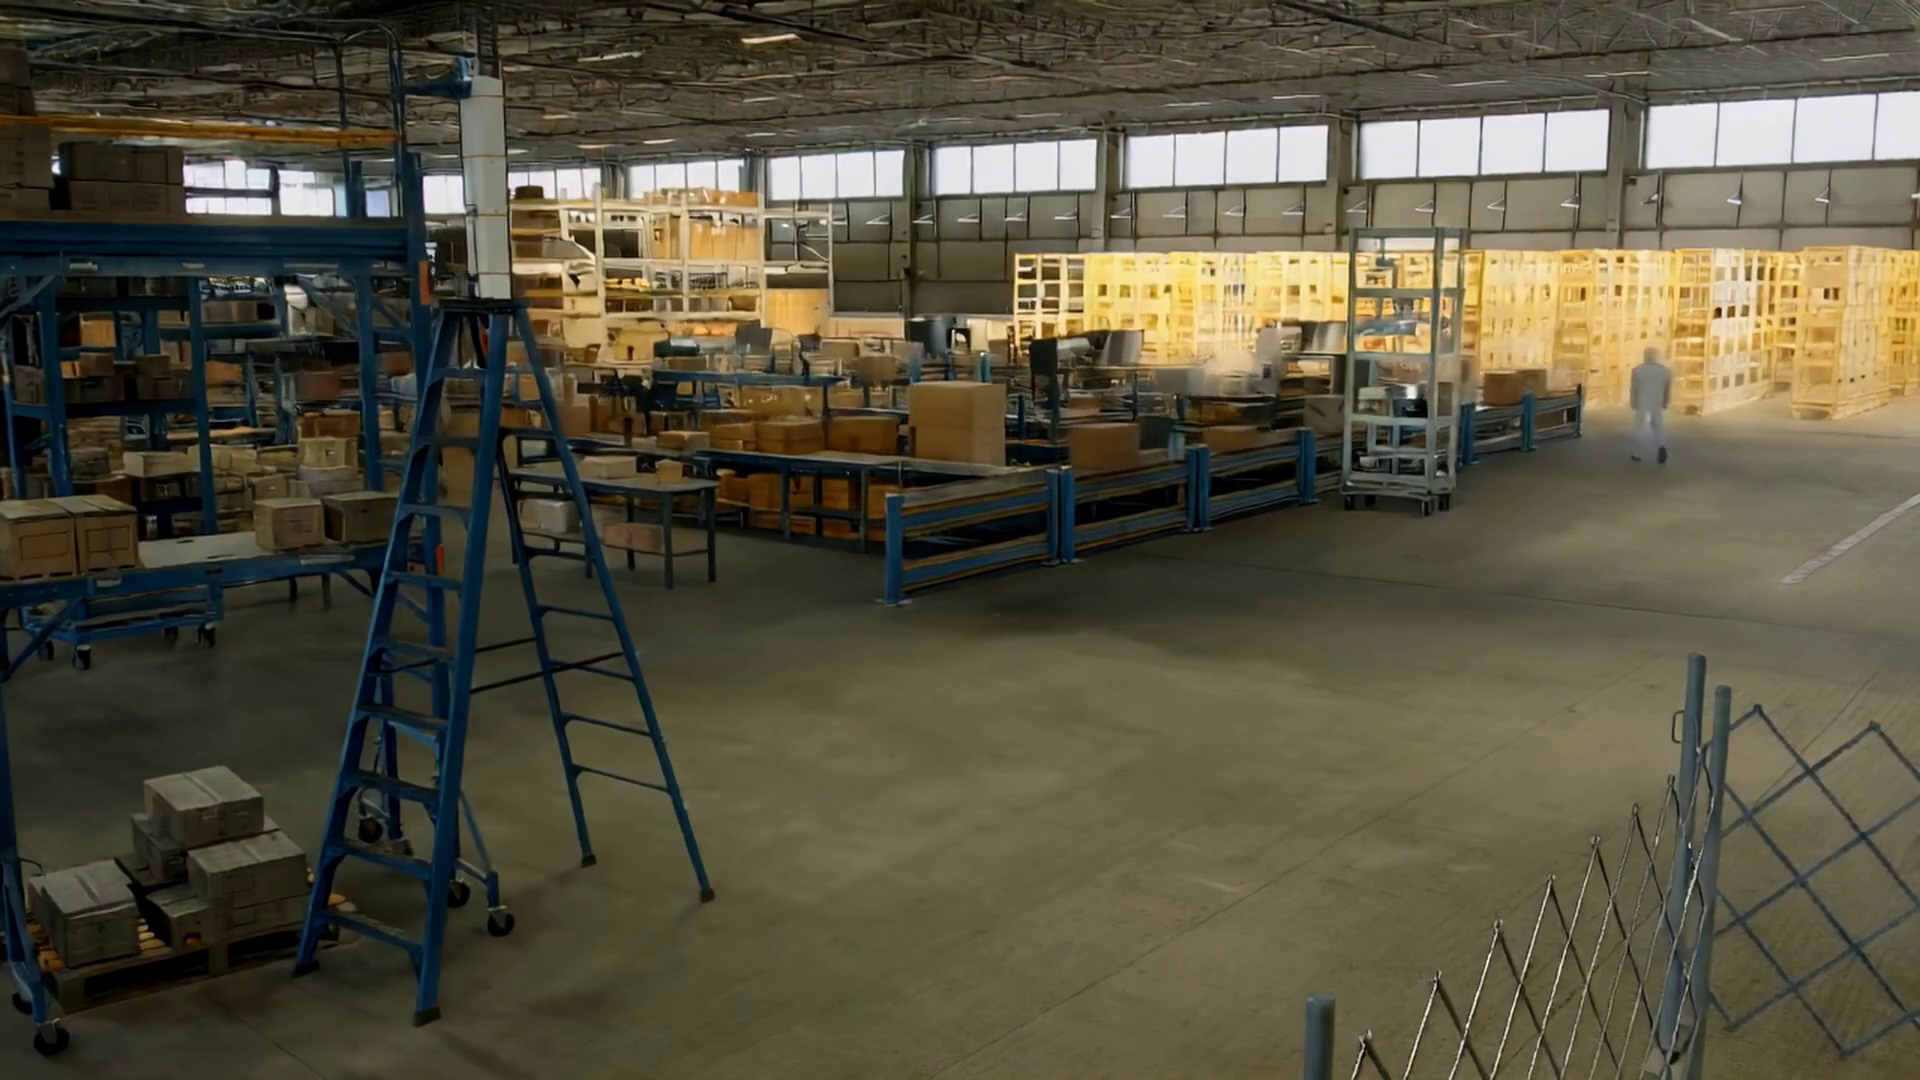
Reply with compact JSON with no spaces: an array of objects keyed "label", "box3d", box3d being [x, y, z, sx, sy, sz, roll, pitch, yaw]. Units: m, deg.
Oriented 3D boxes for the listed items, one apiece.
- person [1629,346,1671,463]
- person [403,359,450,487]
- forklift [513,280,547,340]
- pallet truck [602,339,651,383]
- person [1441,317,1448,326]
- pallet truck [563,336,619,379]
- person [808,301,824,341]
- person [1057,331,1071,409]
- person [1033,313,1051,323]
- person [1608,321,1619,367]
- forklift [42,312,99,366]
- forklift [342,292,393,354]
[{"label":"person","box3d":[11.064,-2.165,26.658,0.655,1.887,0.798,0,9,2]},{"label":"person","box3d":[-7.354,-1.649,23.003,0.620,2.019,0.803,-4,10,-24]},{"label":"forklift","box3d":[-13.921,-6.704,51.874,1.129,2.768,1.873,7,11,37]},{"label":"pallet truck","box3d":[-8.991,-4.871,45.351,0.653,1.274,1.630,7,11,37]},{"label":"person","box3d":[13.865,-5.463,47.463,0.769,1.812,0.579,6,11,33]},{"label":"pallet truck","box3d":[-10.690,-5.294,48.215,1.601,1.201,0.680,-5,10,-26]},{"label":"person","box3d":[-5.756,-8.493,65.972,0.651,1.935,1.042,8,12,39]},{"label":"person","box3d":[2.293,-3.700,36.594,0.310,1.768,0.533,5,11,31]},{"label":"person","box3d":[2.532,-6.155,51.447,0.622,1.931,0.449,-2,9,-10]},{"label":"person","box3d":[17.466,-5.041,44.747,0.481,1.828,0.599,6,11,32]},{"label":"forklift","box3d":[-23.779,-5.451,44.052,1.873,2.768,1.129,7,11,36]},{"label":"forklift","box3d":[-16.485,-5.622,45.120,1.129,2.768,1.873,7,11,37]}]
